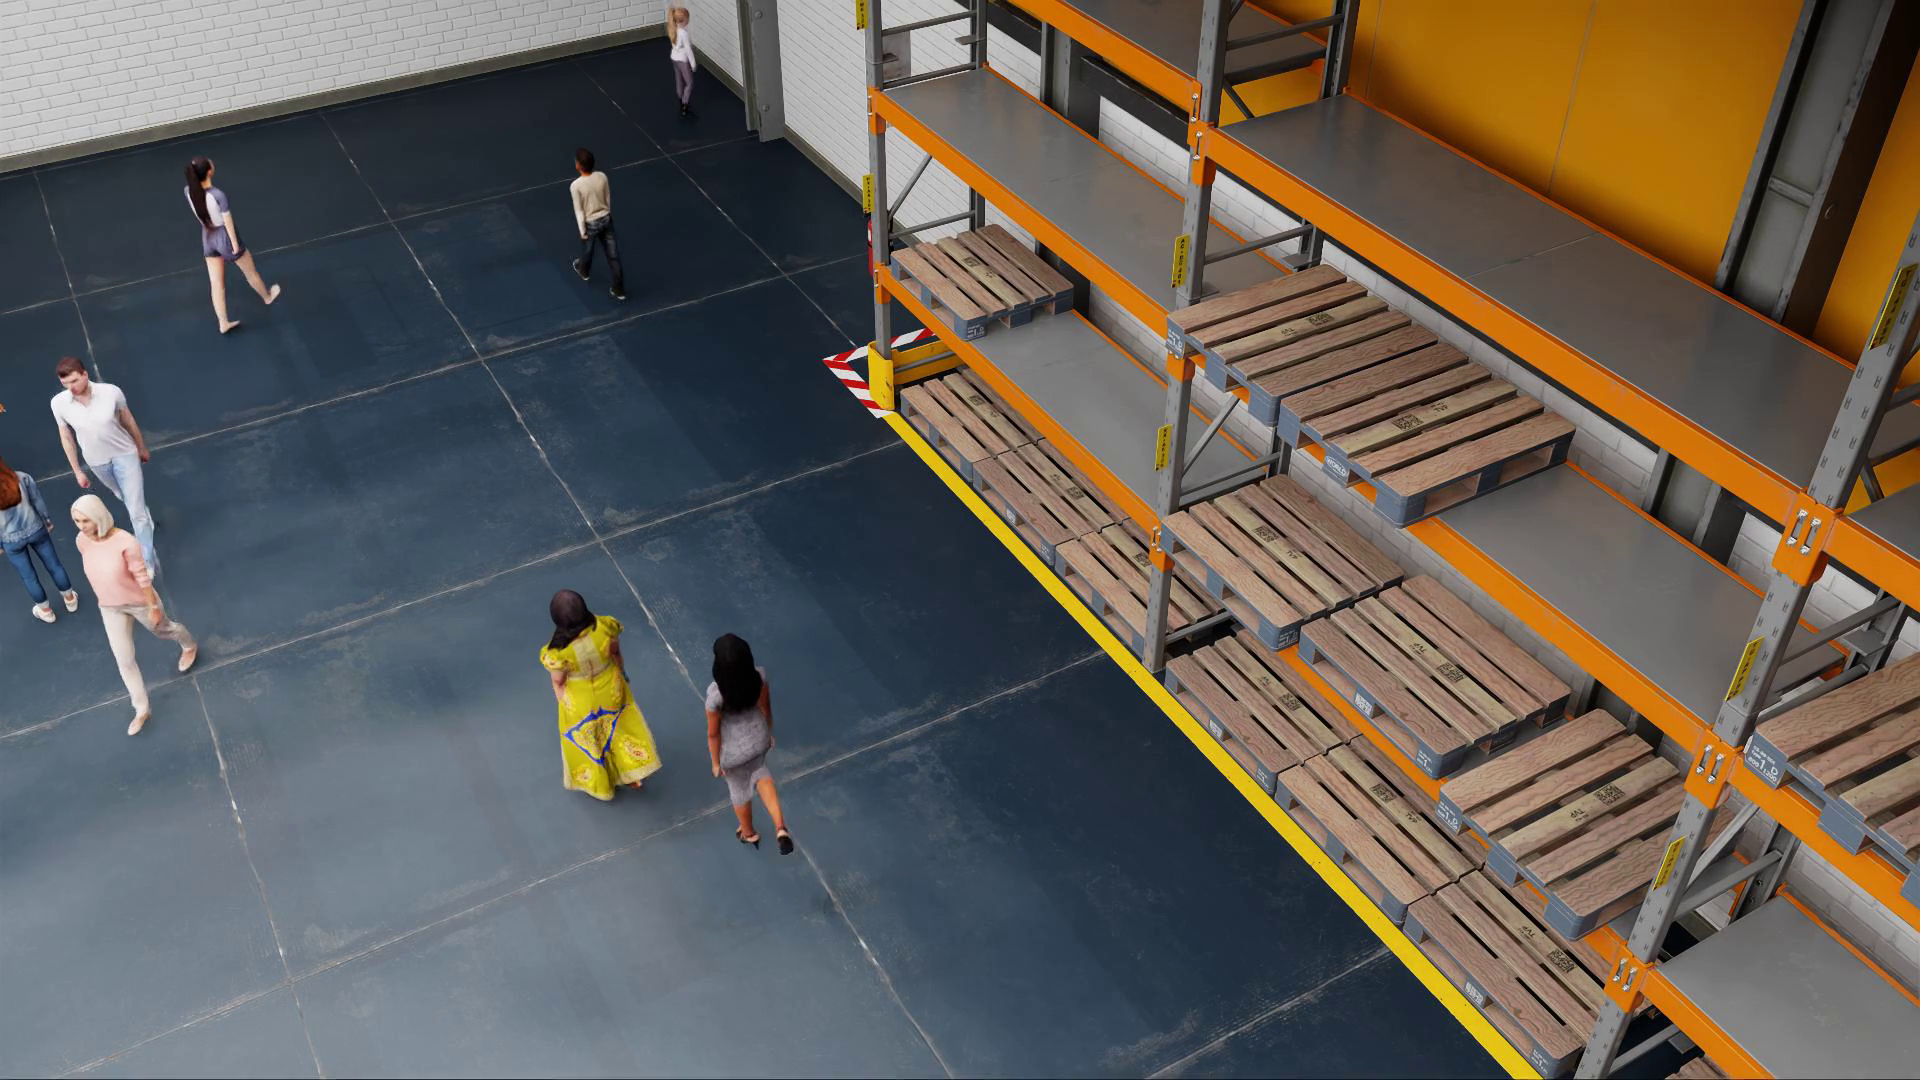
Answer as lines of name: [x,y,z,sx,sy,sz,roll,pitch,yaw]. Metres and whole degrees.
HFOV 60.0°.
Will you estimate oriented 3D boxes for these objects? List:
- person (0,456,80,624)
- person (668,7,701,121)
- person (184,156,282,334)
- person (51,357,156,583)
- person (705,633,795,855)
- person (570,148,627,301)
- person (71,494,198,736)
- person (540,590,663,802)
person: [-6.599,-0.047,11.705,0.601,1.477,0.557,-29,47,-31]
person: [-3.117,-5.346,18.517,0.505,1.256,0.701,23,44,26]
person: [-6.612,-2.586,14.776,1.012,1.612,1.065,10,40,12]
person: [-6.200,-0.635,12.191,0.871,1.789,1.326,-11,40,-14]
person: [-1.222,1.278,9.809,0.655,1.772,0.797,-26,46,-29]
person: [-3.297,-2.868,15.275,0.578,1.430,0.977,-22,44,-26]
person: [-5.450,0.364,11.025,1.016,1.683,1.189,3,39,4]
person: [-2.225,1.003,10.257,0.763,1.642,0.917,-25,45,-27]
